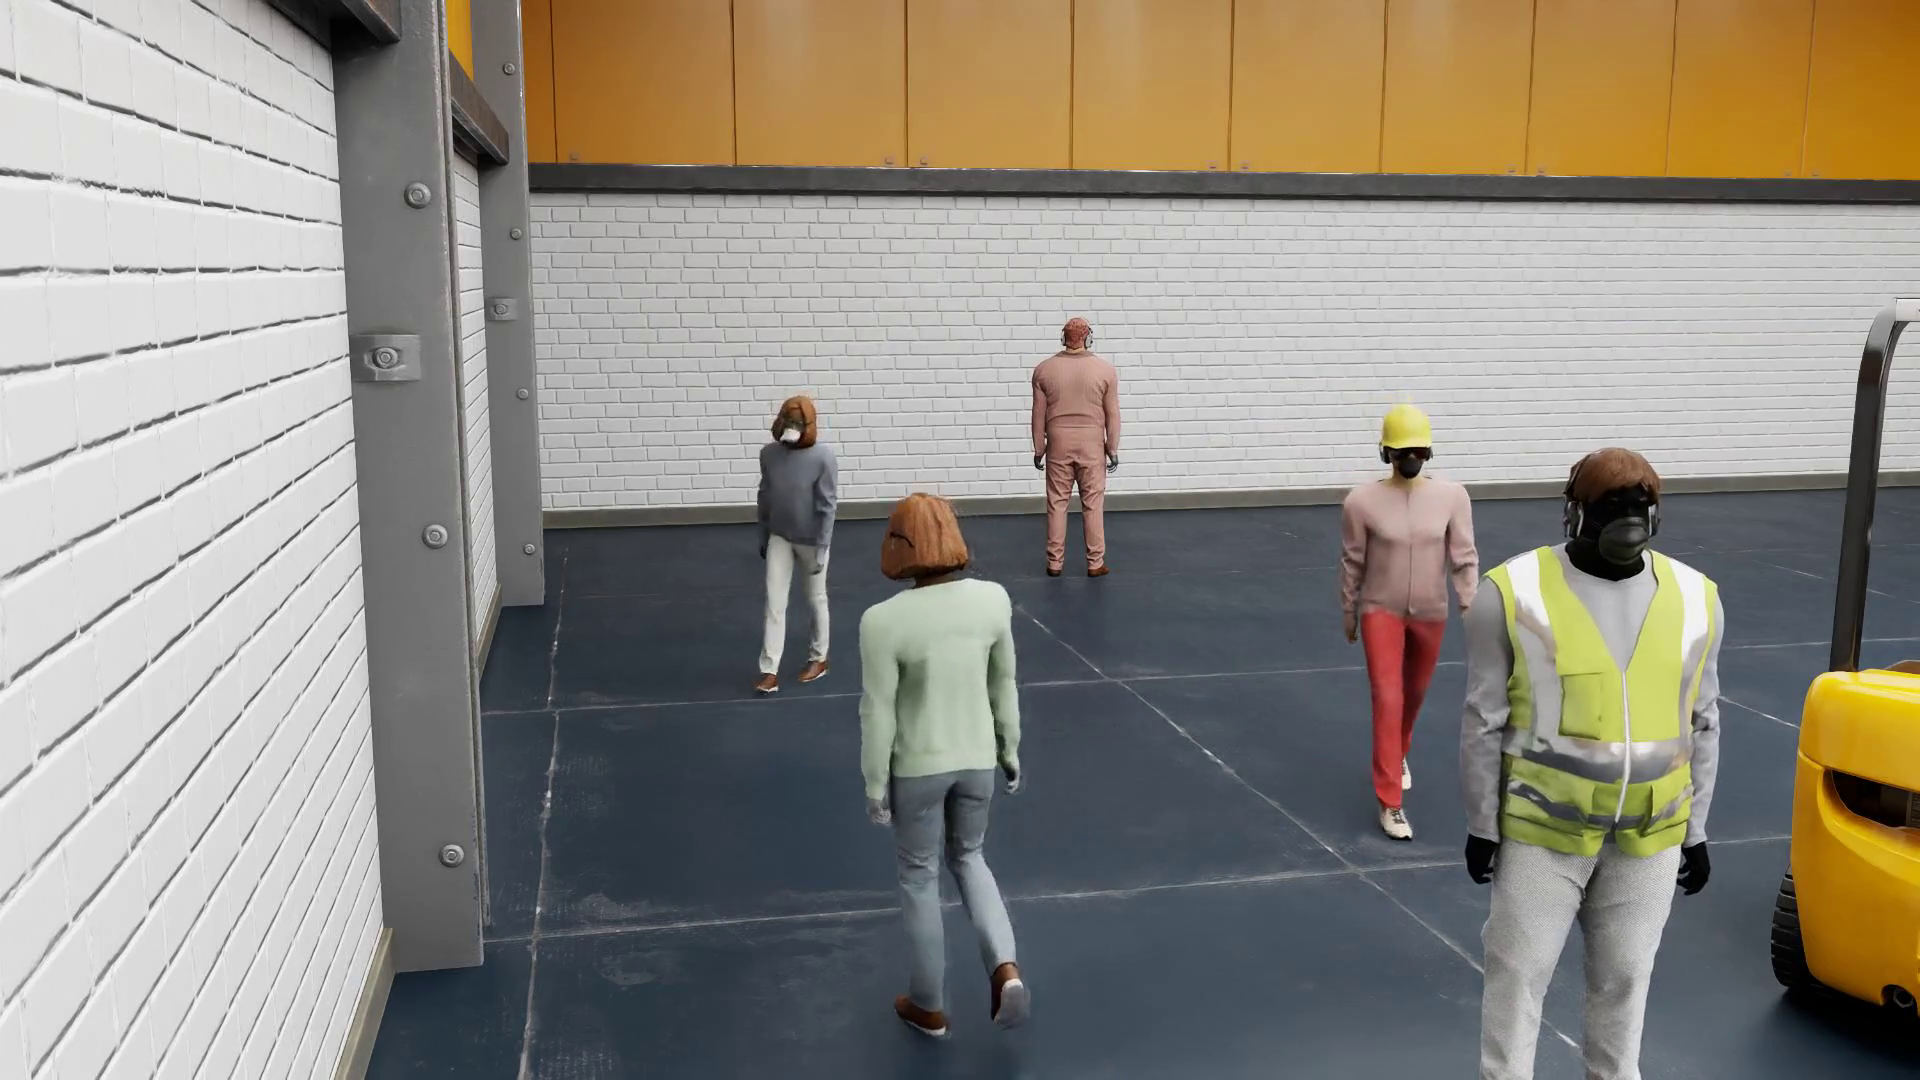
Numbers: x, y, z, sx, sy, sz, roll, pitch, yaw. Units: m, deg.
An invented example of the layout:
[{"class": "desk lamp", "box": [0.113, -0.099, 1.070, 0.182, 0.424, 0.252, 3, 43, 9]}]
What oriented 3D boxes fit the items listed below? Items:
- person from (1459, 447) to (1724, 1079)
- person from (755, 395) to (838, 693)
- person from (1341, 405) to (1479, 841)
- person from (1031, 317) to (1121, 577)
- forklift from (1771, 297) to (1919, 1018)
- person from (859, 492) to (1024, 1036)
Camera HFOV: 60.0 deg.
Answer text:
[{"class": "person", "box": [1.527, 0.695, 4.051, 0.636, 1.843, 0.429, 0, 9, 1]}, {"class": "person", "box": [-0.887, 0.024, 8.872, 0.522, 1.587, 0.777, 3, 10, 20]}, {"class": "person", "box": [1.834, 0.286, 6.912, 0.523, 1.722, 0.915, 0, 9, -1]}, {"class": "person", "box": [0.852, -0.673, 12.188, 0.651, 1.906, 0.409, 2, 9, 10]}, {"class": "forklift", "box": [3.542, 0.334, 5.177, 2.313, 2.155, 1.214, -9, 13, -43]}, {"class": "person", "box": [-0.029, 0.674, 4.819, 0.529, 1.618, 0.430, -5, 11, -28]}]
